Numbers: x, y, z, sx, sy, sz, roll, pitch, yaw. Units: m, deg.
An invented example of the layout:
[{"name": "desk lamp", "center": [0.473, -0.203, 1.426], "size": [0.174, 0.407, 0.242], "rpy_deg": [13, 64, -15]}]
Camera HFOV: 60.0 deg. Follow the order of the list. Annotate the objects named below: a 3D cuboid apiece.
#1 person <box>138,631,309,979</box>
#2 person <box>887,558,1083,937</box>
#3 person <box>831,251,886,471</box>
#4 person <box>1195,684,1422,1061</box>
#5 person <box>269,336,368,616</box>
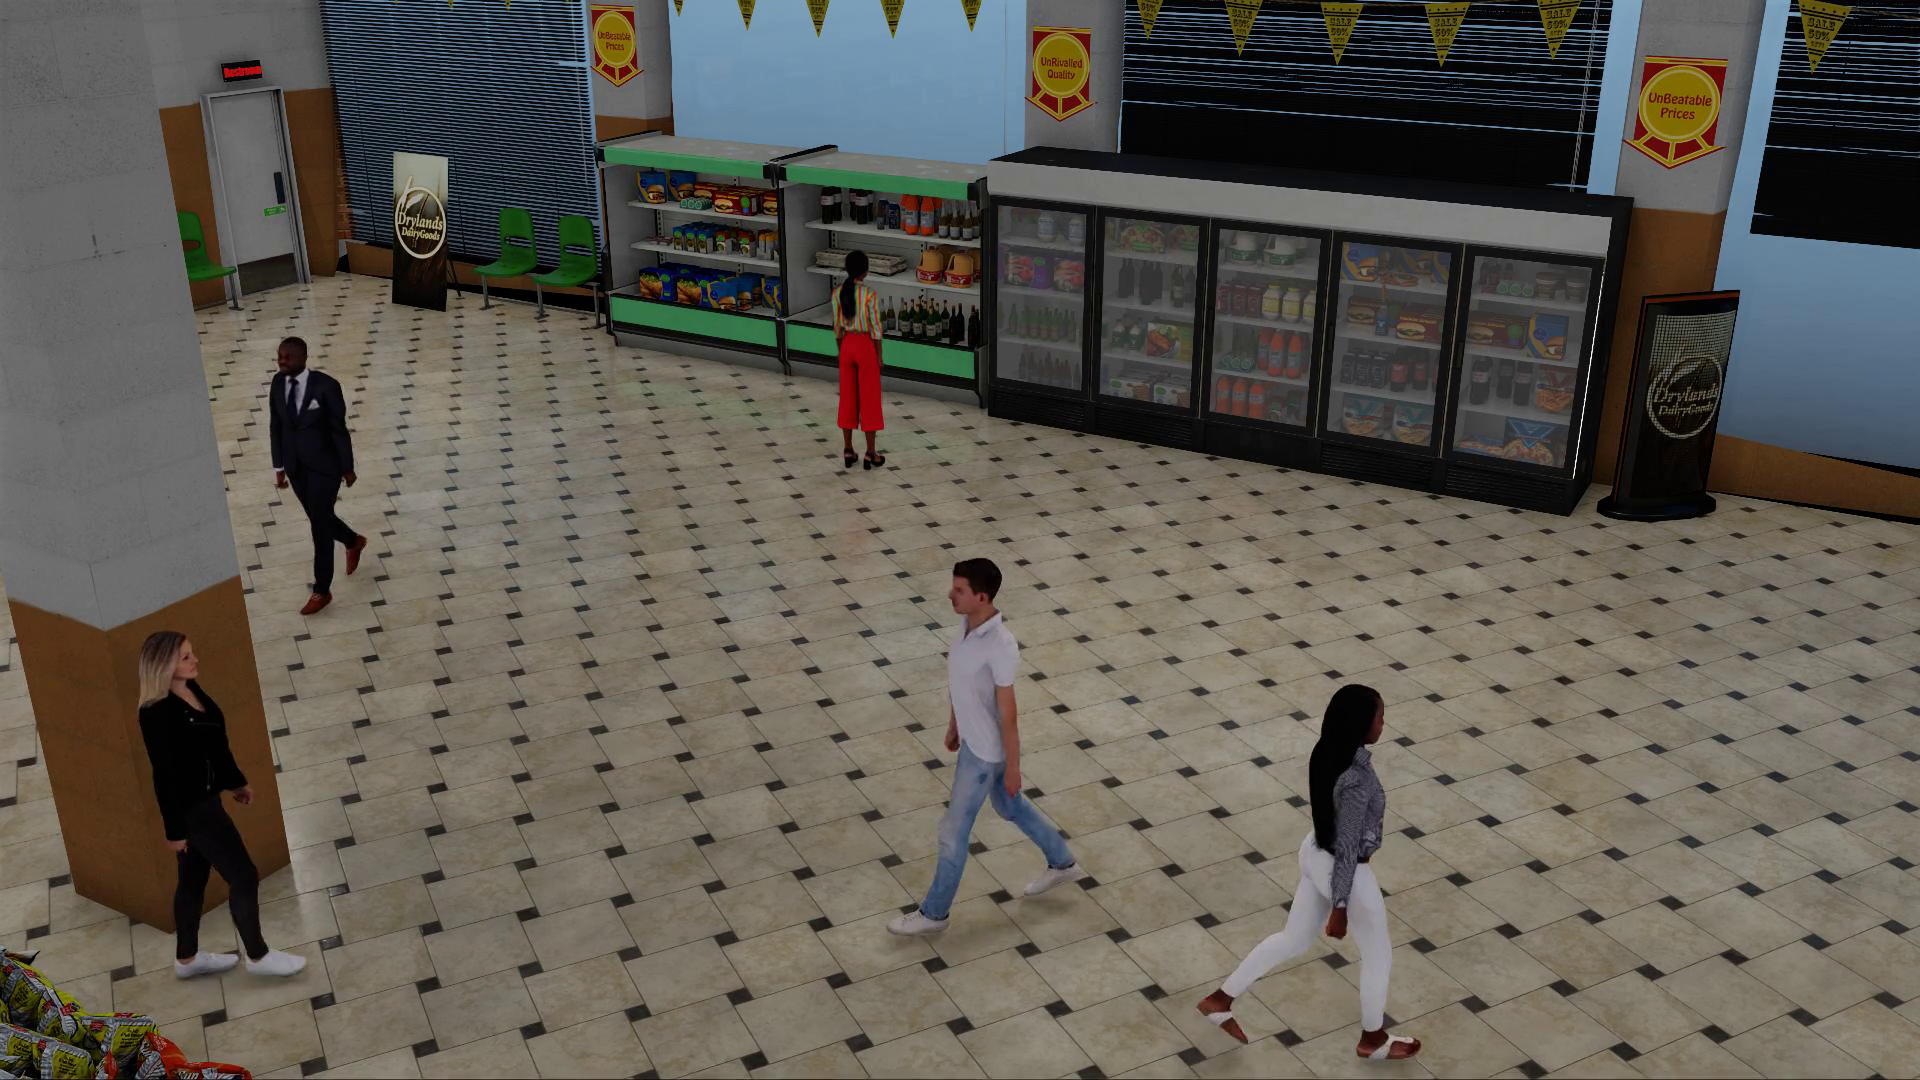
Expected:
[{"name": "person", "center": [-3.386, 1.174, 7.152], "size": [0.937, 1.668, 0.876], "rpy_deg": [-6, 23, -15]}, {"name": "person", "center": [0.203, 0.939, 7.549], "size": [1.264, 1.809, 1.211], "rpy_deg": [-6, 23, -14]}, {"name": "person", "center": [-0.826, -1.464, 13.552], "size": [0.503, 1.793, 0.680], "rpy_deg": [9, 24, 21]}, {"name": "person", "center": [1.406, 1.368, 6.644], "size": [1.230, 1.687, 1.025], "rpy_deg": [-1, 22, -3]}, {"name": "person", "center": [-4.275, -0.495, 11.130], "size": [1.183, 1.799, 0.964], "rpy_deg": [6, 23, 15]}]
